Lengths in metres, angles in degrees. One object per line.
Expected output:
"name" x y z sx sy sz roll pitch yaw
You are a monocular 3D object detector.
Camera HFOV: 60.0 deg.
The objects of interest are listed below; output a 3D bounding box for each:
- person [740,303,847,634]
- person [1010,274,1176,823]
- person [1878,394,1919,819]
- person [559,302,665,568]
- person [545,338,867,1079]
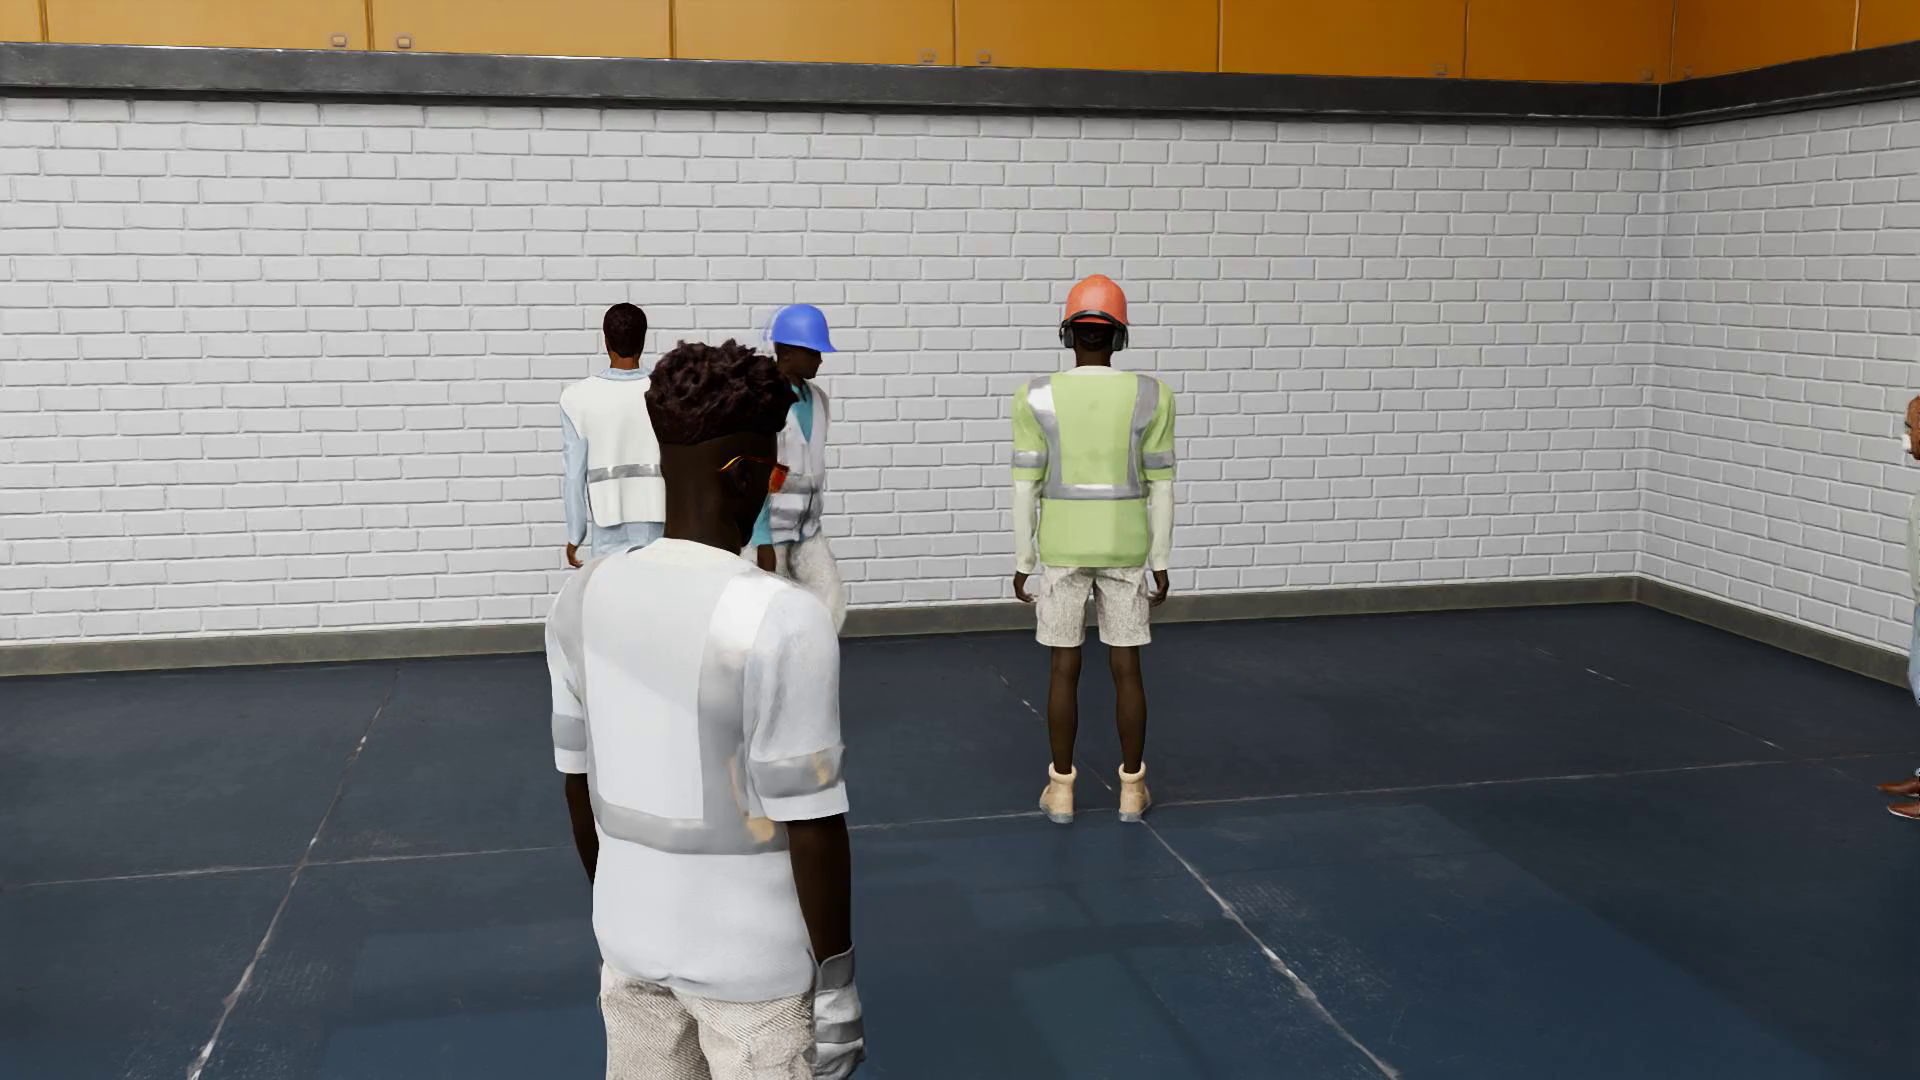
"person" -0.738 -0.036 7.073 0.471 1.922 0.617 7 11 35
"person" 0.489 0.042 6.214 0.609 2.043 0.397 0 9 2
"person" 3.677 0.247 6.255 0.318 1.622 0.508 6 11 32
"person" -1.426 -0.064 7.238 0.589 1.920 0.392 -3 10 -19
"person" -0.397 0.652 2.750 0.602 1.958 0.369 7 11 35
